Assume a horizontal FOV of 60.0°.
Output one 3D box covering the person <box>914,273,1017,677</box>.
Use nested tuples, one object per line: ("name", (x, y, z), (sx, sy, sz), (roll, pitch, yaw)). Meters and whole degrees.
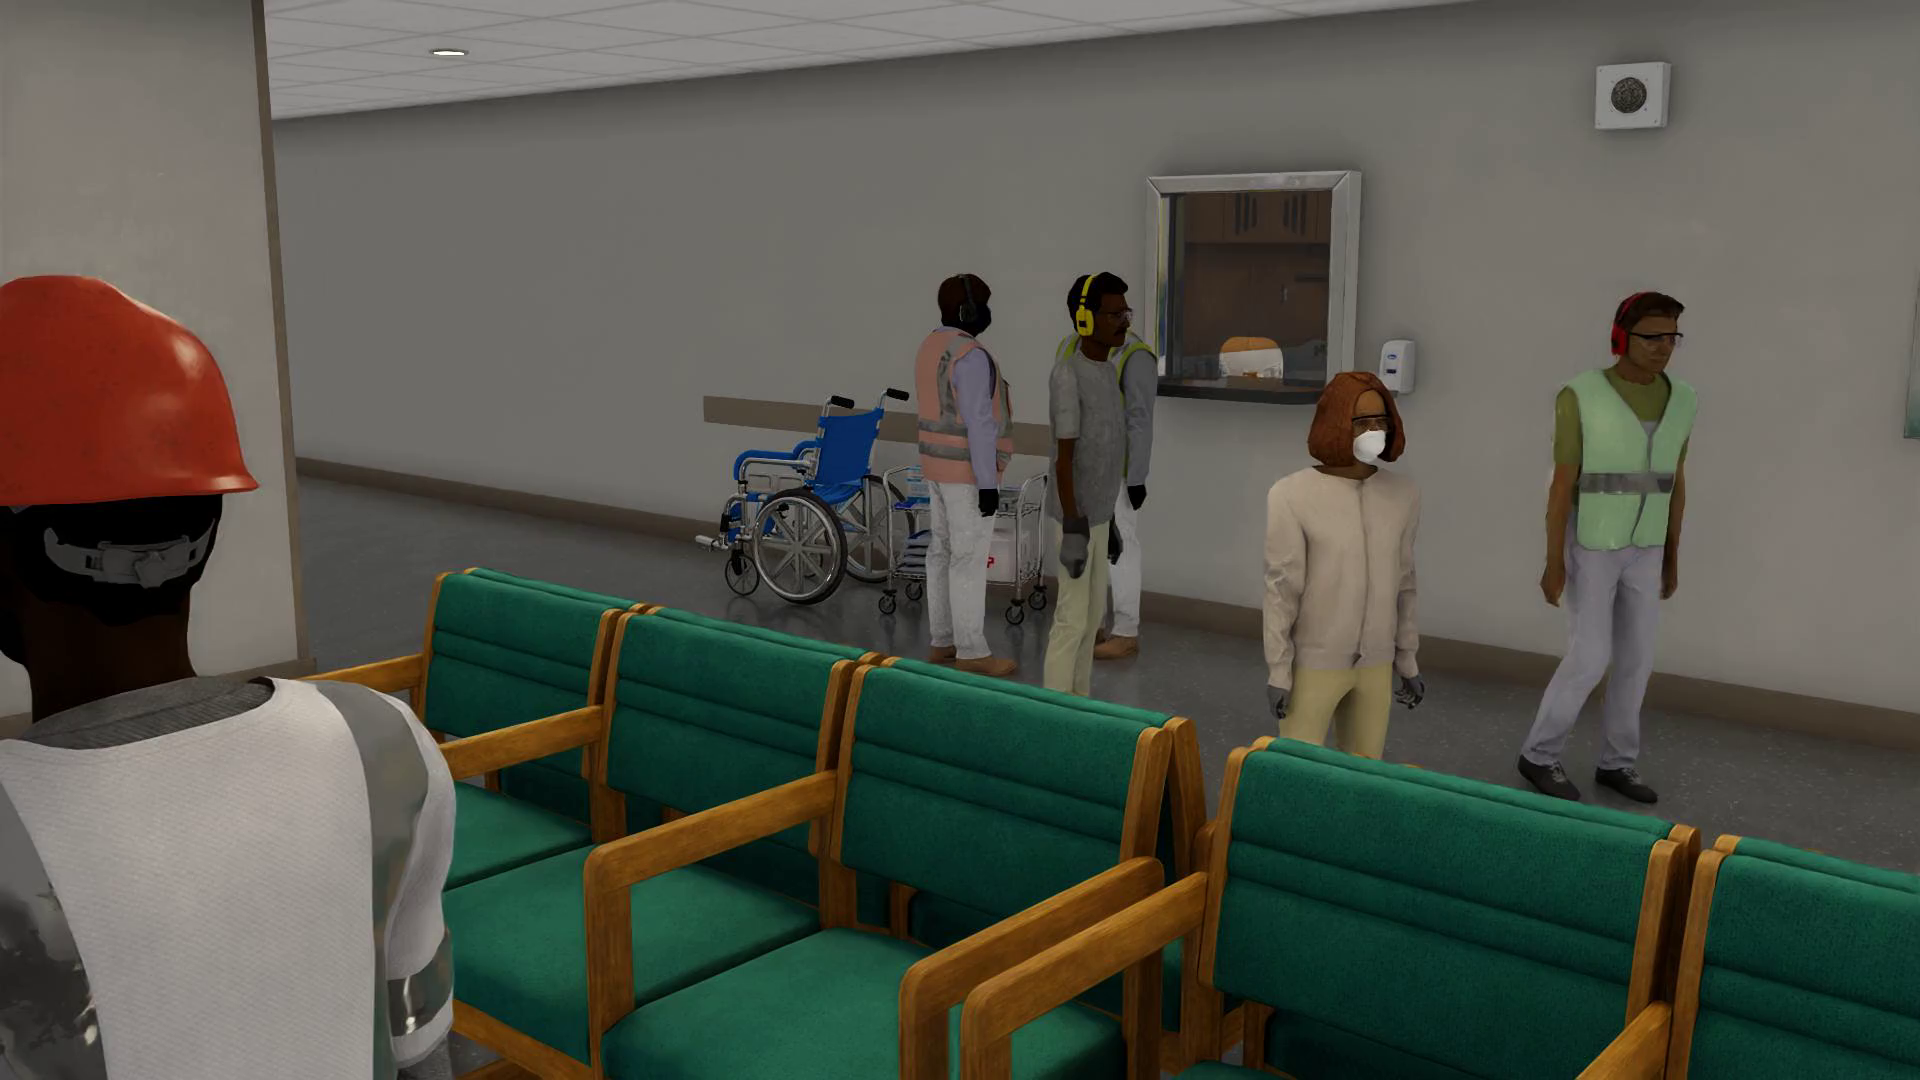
("person", (0.029, -0.294, 7.660), (0.429, 1.845, 0.627), (-4, 11, -23))

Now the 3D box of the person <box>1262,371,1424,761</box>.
("person", (1.048, 0.355, 4.553), (0.498, 1.634, 0.281), (-4, 11, -23))

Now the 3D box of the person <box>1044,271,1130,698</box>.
("person", (0.499, -0.064, 6.266), (0.335, 1.873, 0.521), (5, 11, 24))

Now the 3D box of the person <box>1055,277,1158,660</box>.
("person", (0.665, -0.337, 7.974), (0.430, 1.829, 0.628), (-7, 12, -35))

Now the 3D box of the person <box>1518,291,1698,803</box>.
("person", (2.272, 0.040, 5.848), (0.574, 1.814, 0.506), (-3, 11, -19))

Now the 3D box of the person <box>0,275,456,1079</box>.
("person", (-0.679, 0.752, 1.432), (0.374, 1.935, 0.552), (6, 11, 30))
